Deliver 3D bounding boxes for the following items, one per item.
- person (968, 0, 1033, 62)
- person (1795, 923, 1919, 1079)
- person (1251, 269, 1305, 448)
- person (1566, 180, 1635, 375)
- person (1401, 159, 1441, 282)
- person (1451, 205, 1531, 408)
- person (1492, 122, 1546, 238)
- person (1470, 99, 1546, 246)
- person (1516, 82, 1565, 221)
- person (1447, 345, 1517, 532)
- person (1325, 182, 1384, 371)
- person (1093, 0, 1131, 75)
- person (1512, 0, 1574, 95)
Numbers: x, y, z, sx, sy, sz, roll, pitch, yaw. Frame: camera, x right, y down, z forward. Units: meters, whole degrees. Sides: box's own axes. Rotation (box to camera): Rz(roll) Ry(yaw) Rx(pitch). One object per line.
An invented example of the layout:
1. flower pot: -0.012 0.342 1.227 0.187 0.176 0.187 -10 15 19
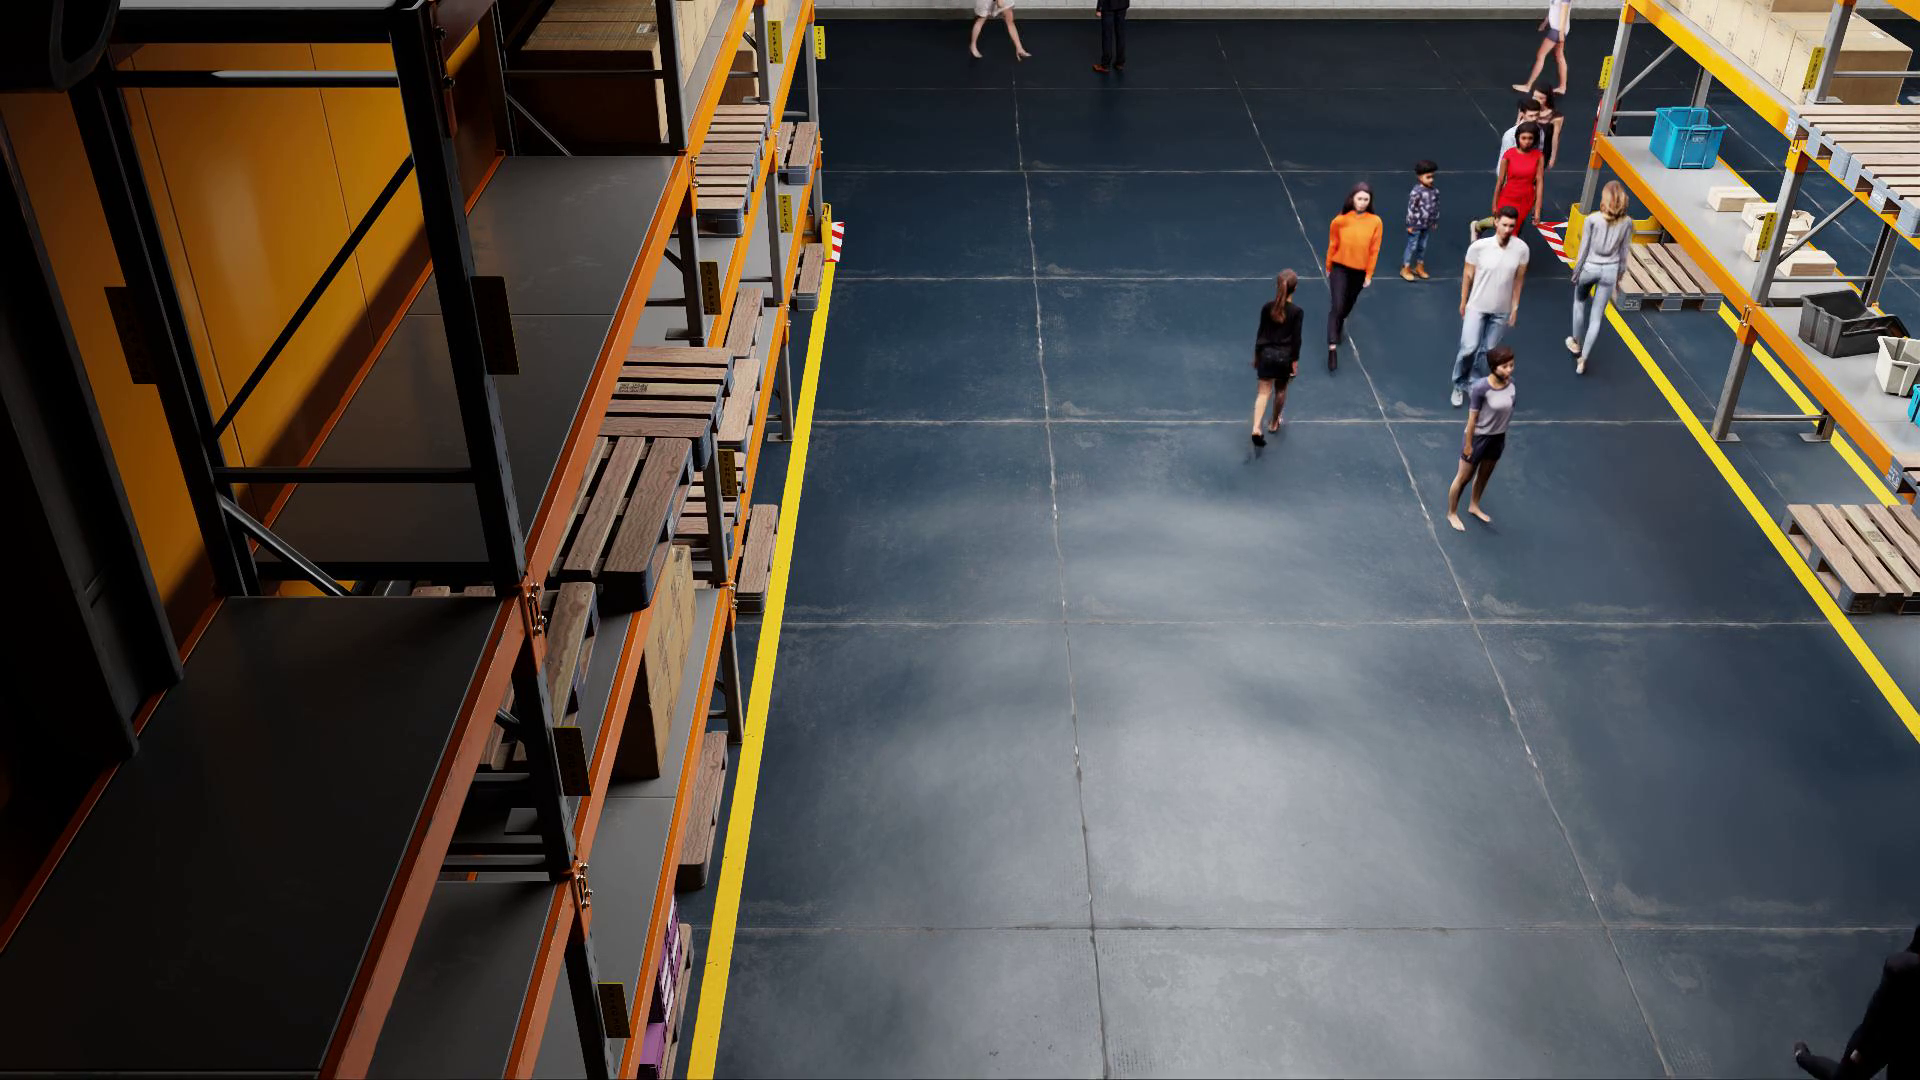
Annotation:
1. person: 0.372 -7.378 22.678 1.073 1.723 1.217 17 37 24
2. person: 4.436 2.381 8.027 0.682 1.687 1.016 -7 34 -10
3. person: 2.649 -1.496 14.004 0.772 1.529 1.040 13 36 18
4. person: 5.779 -2.344 15.060 0.728 1.772 0.903 7 34 10
5. person: 4.679 -3.267 16.921 0.560 1.249 0.580 -11 35 -16
6. person: 4.637 -2.090 14.611 0.692 1.846 0.677 3 34 4
7. person: 5.553 -3.372 16.668 0.639 1.703 1.087 3 34 4
8. person: 5.614 -3.653 17.012 0.923 1.792 1.089 -15 36 -21
9. person: 6.134 -4.070 17.740 1.064 1.679 1.126 29 43 36
10. person: 4.093 -0.822 12.957 0.647 1.565 0.658 -16 37 -22
11. person: 3.596 -2.503 15.362 0.673 1.703 1.144 4 34 6
12. person: 2.070 -7.204 22.346 0.767 1.801 0.766 -17 37 -24
13. person: 7.828 -6.588 21.511 0.809 1.698 0.921 9 35 14
